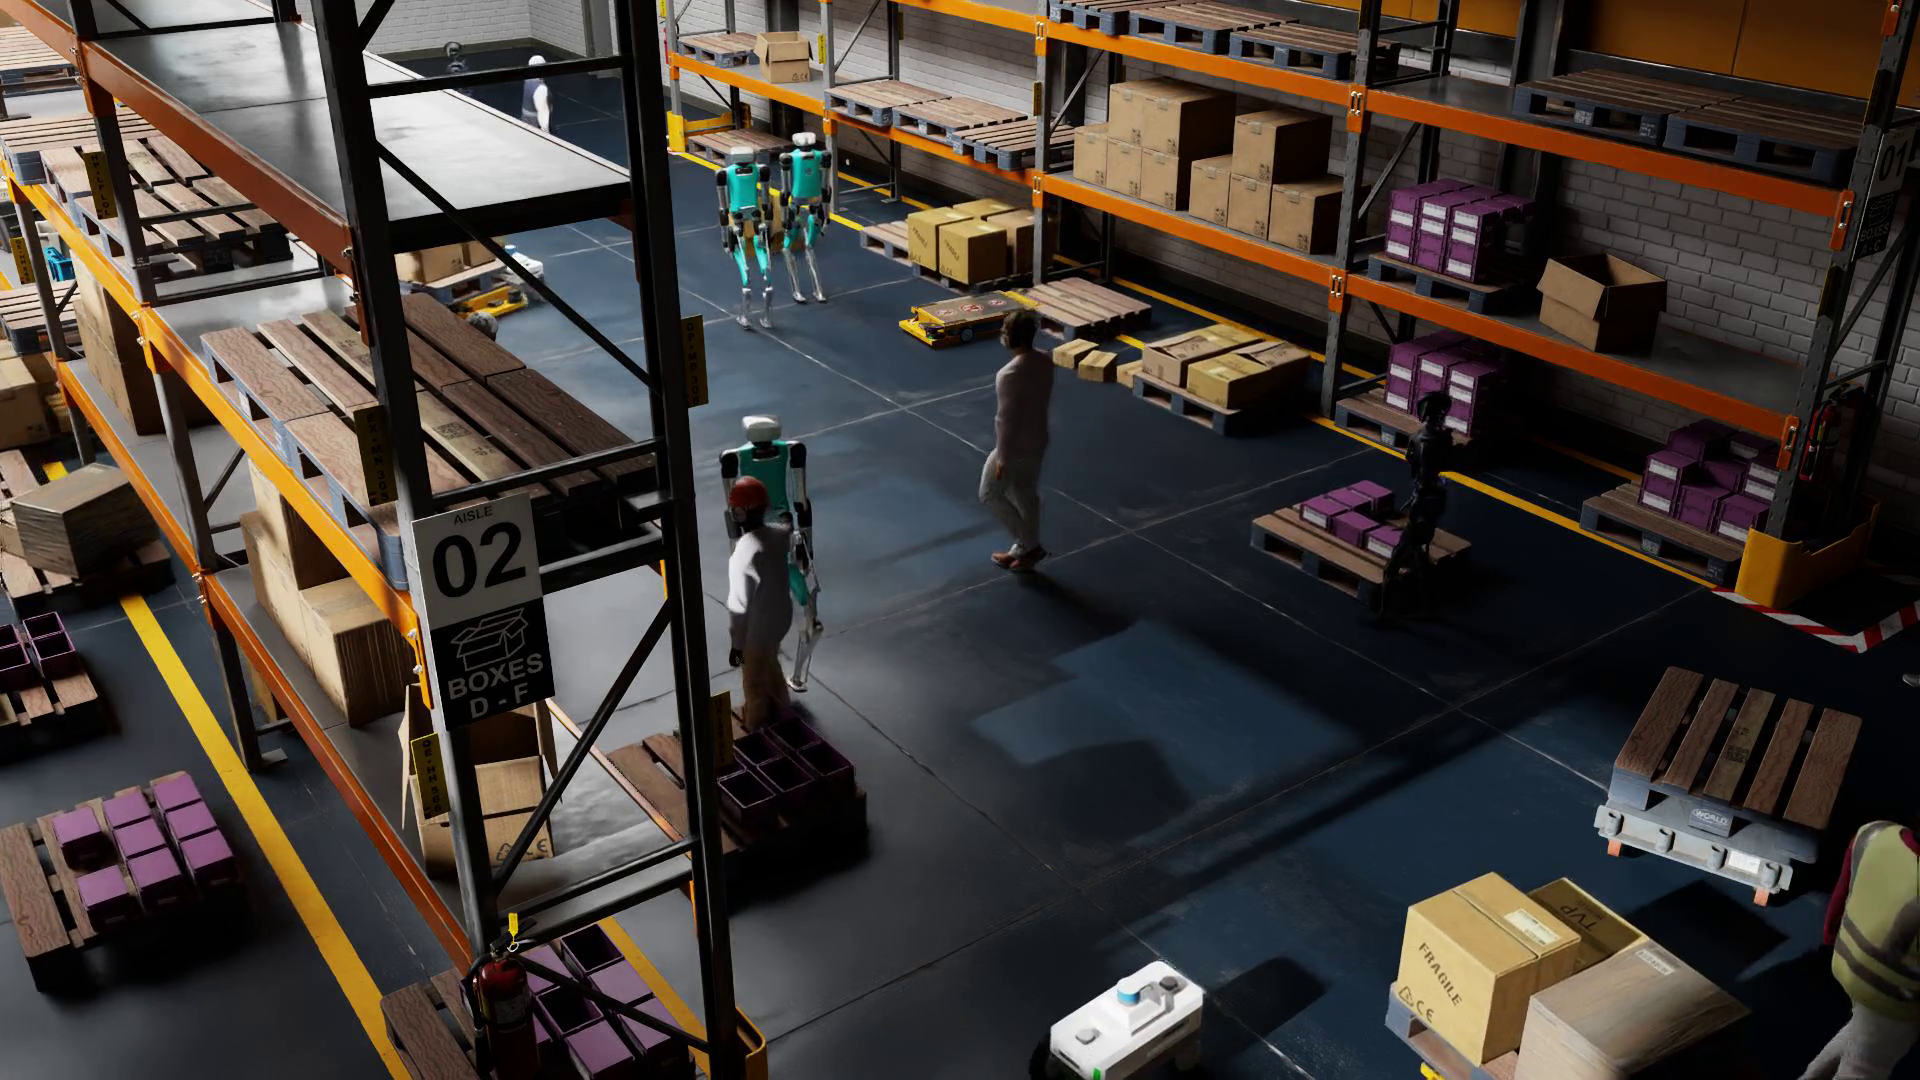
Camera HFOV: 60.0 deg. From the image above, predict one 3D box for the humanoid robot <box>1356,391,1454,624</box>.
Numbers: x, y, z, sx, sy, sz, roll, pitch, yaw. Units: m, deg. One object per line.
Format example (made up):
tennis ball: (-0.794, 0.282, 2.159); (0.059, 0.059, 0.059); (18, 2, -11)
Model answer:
humanoid robot: (2.941, -0.208, 10.844); (0.642, 1.638, 0.589); (7, 28, 14)

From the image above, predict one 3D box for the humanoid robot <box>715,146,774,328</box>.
humanoid robot: (-1.996, -2.856, 15.969); (0.530, 1.739, 0.661); (-9, 28, -18)

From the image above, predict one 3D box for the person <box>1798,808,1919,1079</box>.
person: (3.753, 1.786, 6.706); (0.451, 1.828, 0.638); (0, 27, 1)

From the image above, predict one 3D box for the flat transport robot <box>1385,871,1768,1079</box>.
flat transport robot: (2.666, 2.370, 7.272); (1.431, 0.231, 0.659); (-14, 30, -26)

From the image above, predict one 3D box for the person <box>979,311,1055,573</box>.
person: (0.387, -0.645, 11.426); (0.446, 1.927, 0.651); (16, 31, 28)

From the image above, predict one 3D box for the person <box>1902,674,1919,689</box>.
person: (6.186, 0.055, 10.007); (0.488, 1.952, 0.417); (-15, 31, -28)

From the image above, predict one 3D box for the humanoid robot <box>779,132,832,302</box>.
humanoid robot: (-1.609, -3.296, 16.840); (0.542, 1.741, 0.677); (-10, 28, -19)

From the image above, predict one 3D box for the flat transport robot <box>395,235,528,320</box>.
flat transport robot: (-5.167, -2.506, 16.973); (1.431, 0.231, 0.659); (16, 31, 29)

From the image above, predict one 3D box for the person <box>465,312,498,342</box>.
person: (-3.236, -0.712, 11.648); (0.509, 1.847, 0.341); (8, 28, 16)

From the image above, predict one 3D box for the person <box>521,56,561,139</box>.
person: (-5.016, -5.064, 20.430); (0.818, 1.726, 0.767); (-16, 31, -29)

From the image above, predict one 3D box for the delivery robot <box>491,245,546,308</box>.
delivery robot: (-4.603, -2.733, 17.089); (0.769, 0.580, 0.499); (19, 33, 33)

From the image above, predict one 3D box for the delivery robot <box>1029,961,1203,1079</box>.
delivery robot: (0.715, 2.203, 7.308); (0.817, 0.614, 0.499); (-21, 33, -35)

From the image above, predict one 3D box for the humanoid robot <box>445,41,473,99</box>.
humanoid robot: (-6.489, -5.640, 21.647); (0.337, 1.654, 0.591); (-7, 27, -13)

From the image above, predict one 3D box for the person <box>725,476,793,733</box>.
person: (-1.151, 0.464, 9.436); (0.374, 1.735, 0.592); (8, 28, 15)

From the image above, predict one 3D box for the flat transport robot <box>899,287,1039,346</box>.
flat transport robot: (0.181, -2.195, 16.354); (1.431, 0.231, 0.659); (-15, 30, -27)

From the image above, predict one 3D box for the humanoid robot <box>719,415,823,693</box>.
humanoid robot: (-1.075, 0.172, 9.999); (0.535, 1.731, 0.971); (-10, 28, -19)

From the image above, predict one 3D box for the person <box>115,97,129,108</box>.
person: (-10.109, -5.254, 20.606); (0.630, 1.910, 1.038); (-13, 30, -25)
